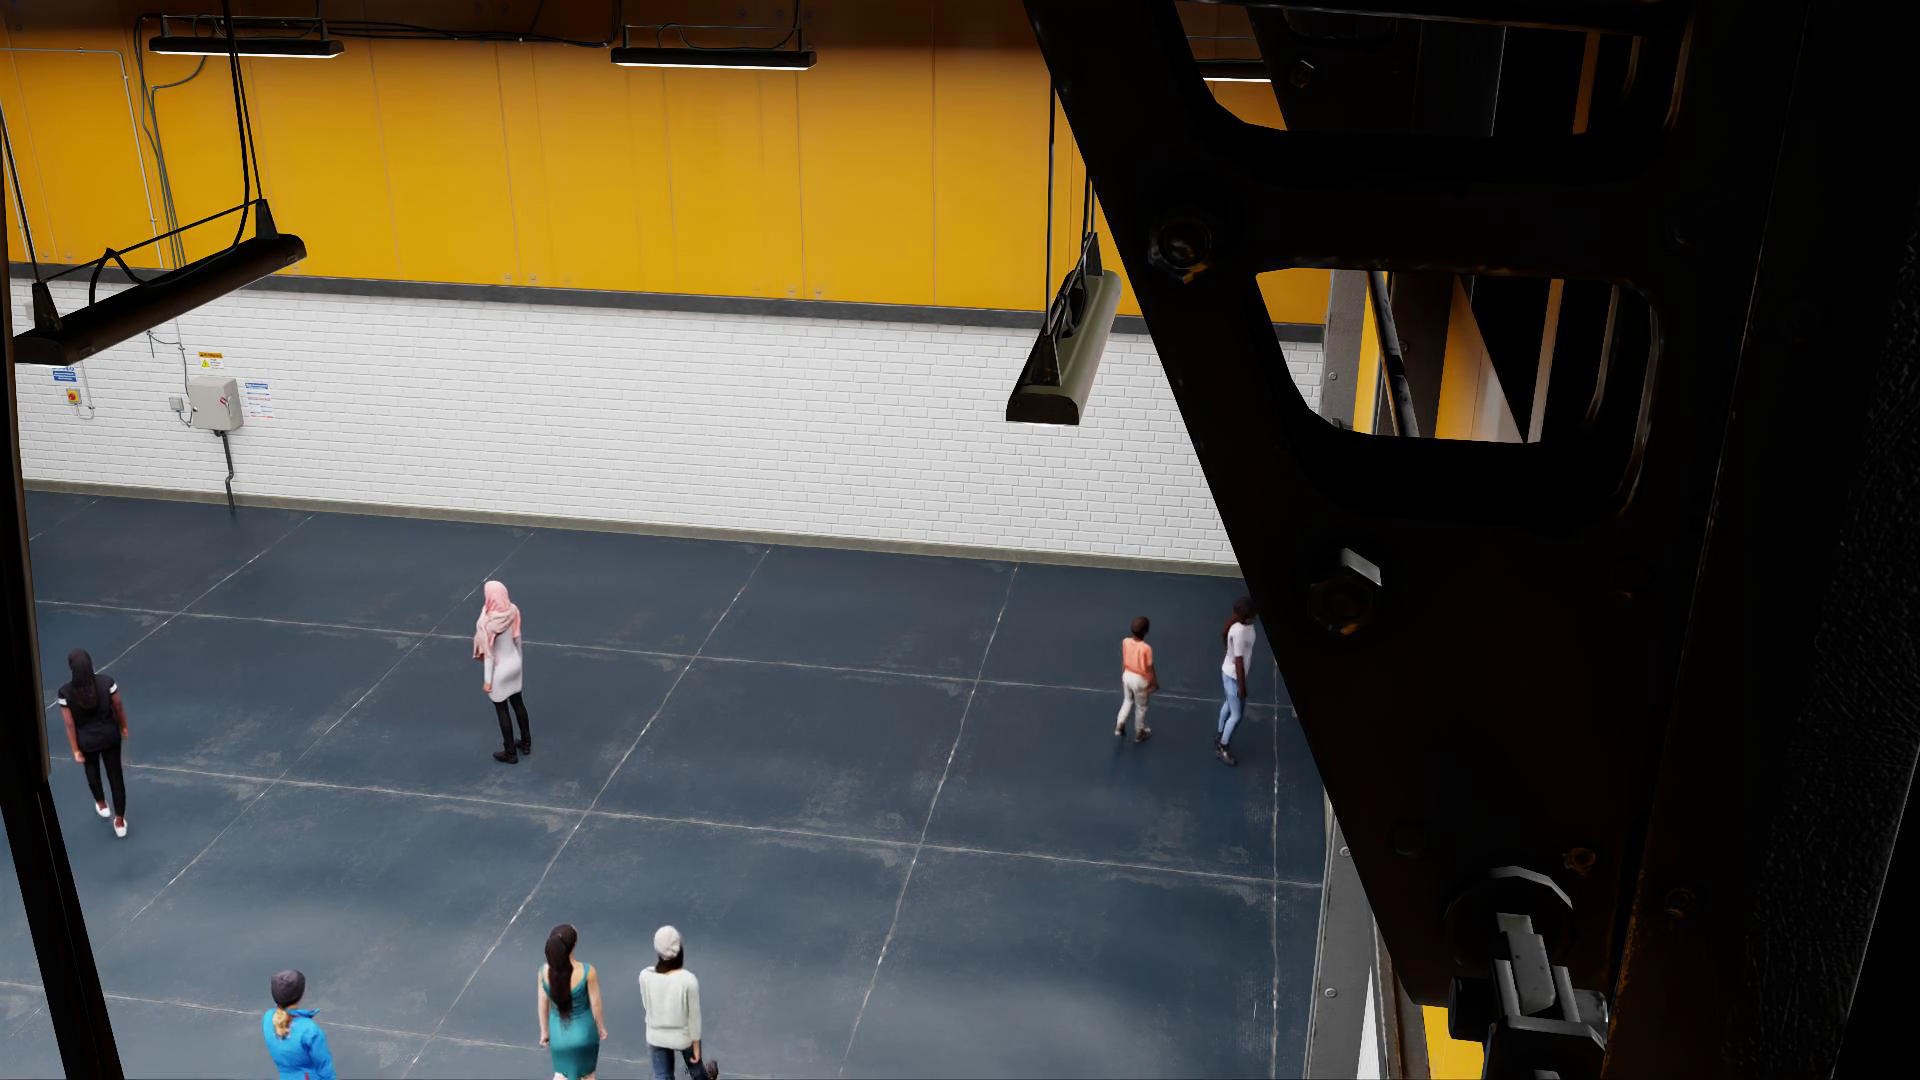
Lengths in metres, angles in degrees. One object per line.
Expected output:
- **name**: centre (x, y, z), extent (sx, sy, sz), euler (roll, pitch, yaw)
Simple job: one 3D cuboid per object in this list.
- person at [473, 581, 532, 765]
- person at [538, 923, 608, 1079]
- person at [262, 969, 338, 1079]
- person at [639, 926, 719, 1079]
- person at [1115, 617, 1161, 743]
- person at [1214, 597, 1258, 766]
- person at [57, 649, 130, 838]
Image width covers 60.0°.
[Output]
- **person**: centre (-4.178, 1.197, 15.233), extent (0.783, 1.804, 0.664), euler (14, 27, 29)
- **person**: centre (-2.512, 3.246, 10.710), extent (0.628, 1.671, 0.808), euler (1, 24, 3)
- **person**: centre (-4.014, 3.421, 10.156), extent (0.716, 1.796, 0.721), euler (8, 25, 19)
- **person**: centre (-1.878, 3.268, 10.734), extent (0.625, 1.612, 1.048), euler (2, 24, 5)
- **person**: centre (1.642, 1.324, 15.566), extent (0.662, 1.305, 0.738), euler (20, 30, 38)
- **person**: centre (2.511, 1.230, 15.283), extent (0.816, 1.702, 0.493), euler (1, 24, 2)
- **person**: centre (-7.288, 1.738, 14.112), extent (0.893, 1.709, 0.981), euler (-12, 26, -25)
